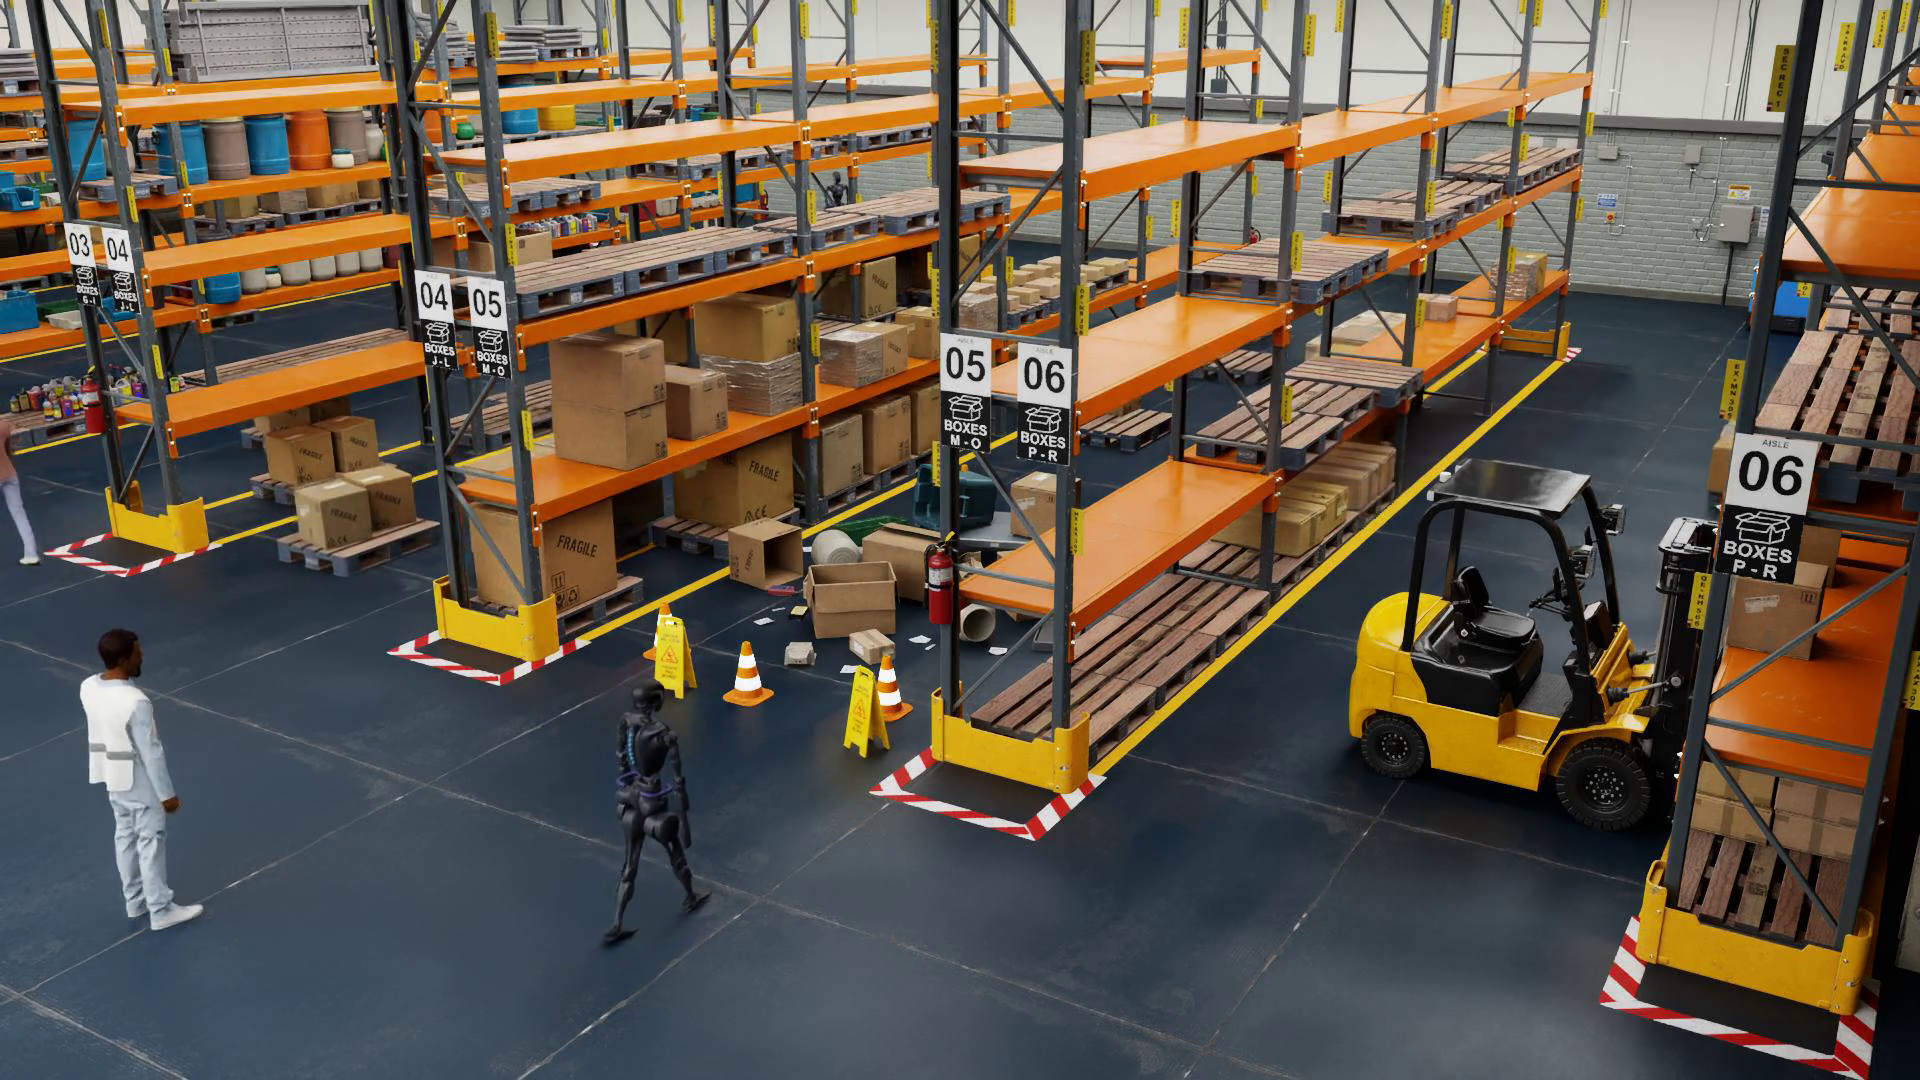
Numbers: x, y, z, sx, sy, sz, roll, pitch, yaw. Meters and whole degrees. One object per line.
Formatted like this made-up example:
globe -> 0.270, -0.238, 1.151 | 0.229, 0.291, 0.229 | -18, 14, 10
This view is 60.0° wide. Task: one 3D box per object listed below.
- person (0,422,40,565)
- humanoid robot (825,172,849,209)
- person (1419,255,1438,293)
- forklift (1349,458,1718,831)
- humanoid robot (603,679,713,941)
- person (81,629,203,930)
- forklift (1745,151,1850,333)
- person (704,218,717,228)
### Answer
person -> -9.388, -0.591, 16.098 | 0.880, 1.720, 0.534 | 9, 21, 24
humanoid robot -> -2.423, -6.594, 33.548 | 0.606, 1.638, 0.625 | -10, 21, -26
person -> 7.986, -4.829, 28.396 | 0.405, 1.682, 0.554 | 15, 24, 37
forklift -> 3.988, 0.658, 11.776 | 2.313, 2.155, 1.214 | 11, 22, 29
humanoid robot -> -1.866, 1.582, 9.973 | 0.590, 1.633, 0.796 | 13, 23, 33
person -> -4.936, 1.435, 9.947 | 0.606, 1.915, 0.420 | 11, 22, 30
forklift -> 13.620, -4.667, 26.137 | 1.873, 2.768, 1.129 | 11, 22, 29
person -> -5.238, -7.062, 34.863 | 0.491, 1.688, 0.347 | -6, 20, -17
